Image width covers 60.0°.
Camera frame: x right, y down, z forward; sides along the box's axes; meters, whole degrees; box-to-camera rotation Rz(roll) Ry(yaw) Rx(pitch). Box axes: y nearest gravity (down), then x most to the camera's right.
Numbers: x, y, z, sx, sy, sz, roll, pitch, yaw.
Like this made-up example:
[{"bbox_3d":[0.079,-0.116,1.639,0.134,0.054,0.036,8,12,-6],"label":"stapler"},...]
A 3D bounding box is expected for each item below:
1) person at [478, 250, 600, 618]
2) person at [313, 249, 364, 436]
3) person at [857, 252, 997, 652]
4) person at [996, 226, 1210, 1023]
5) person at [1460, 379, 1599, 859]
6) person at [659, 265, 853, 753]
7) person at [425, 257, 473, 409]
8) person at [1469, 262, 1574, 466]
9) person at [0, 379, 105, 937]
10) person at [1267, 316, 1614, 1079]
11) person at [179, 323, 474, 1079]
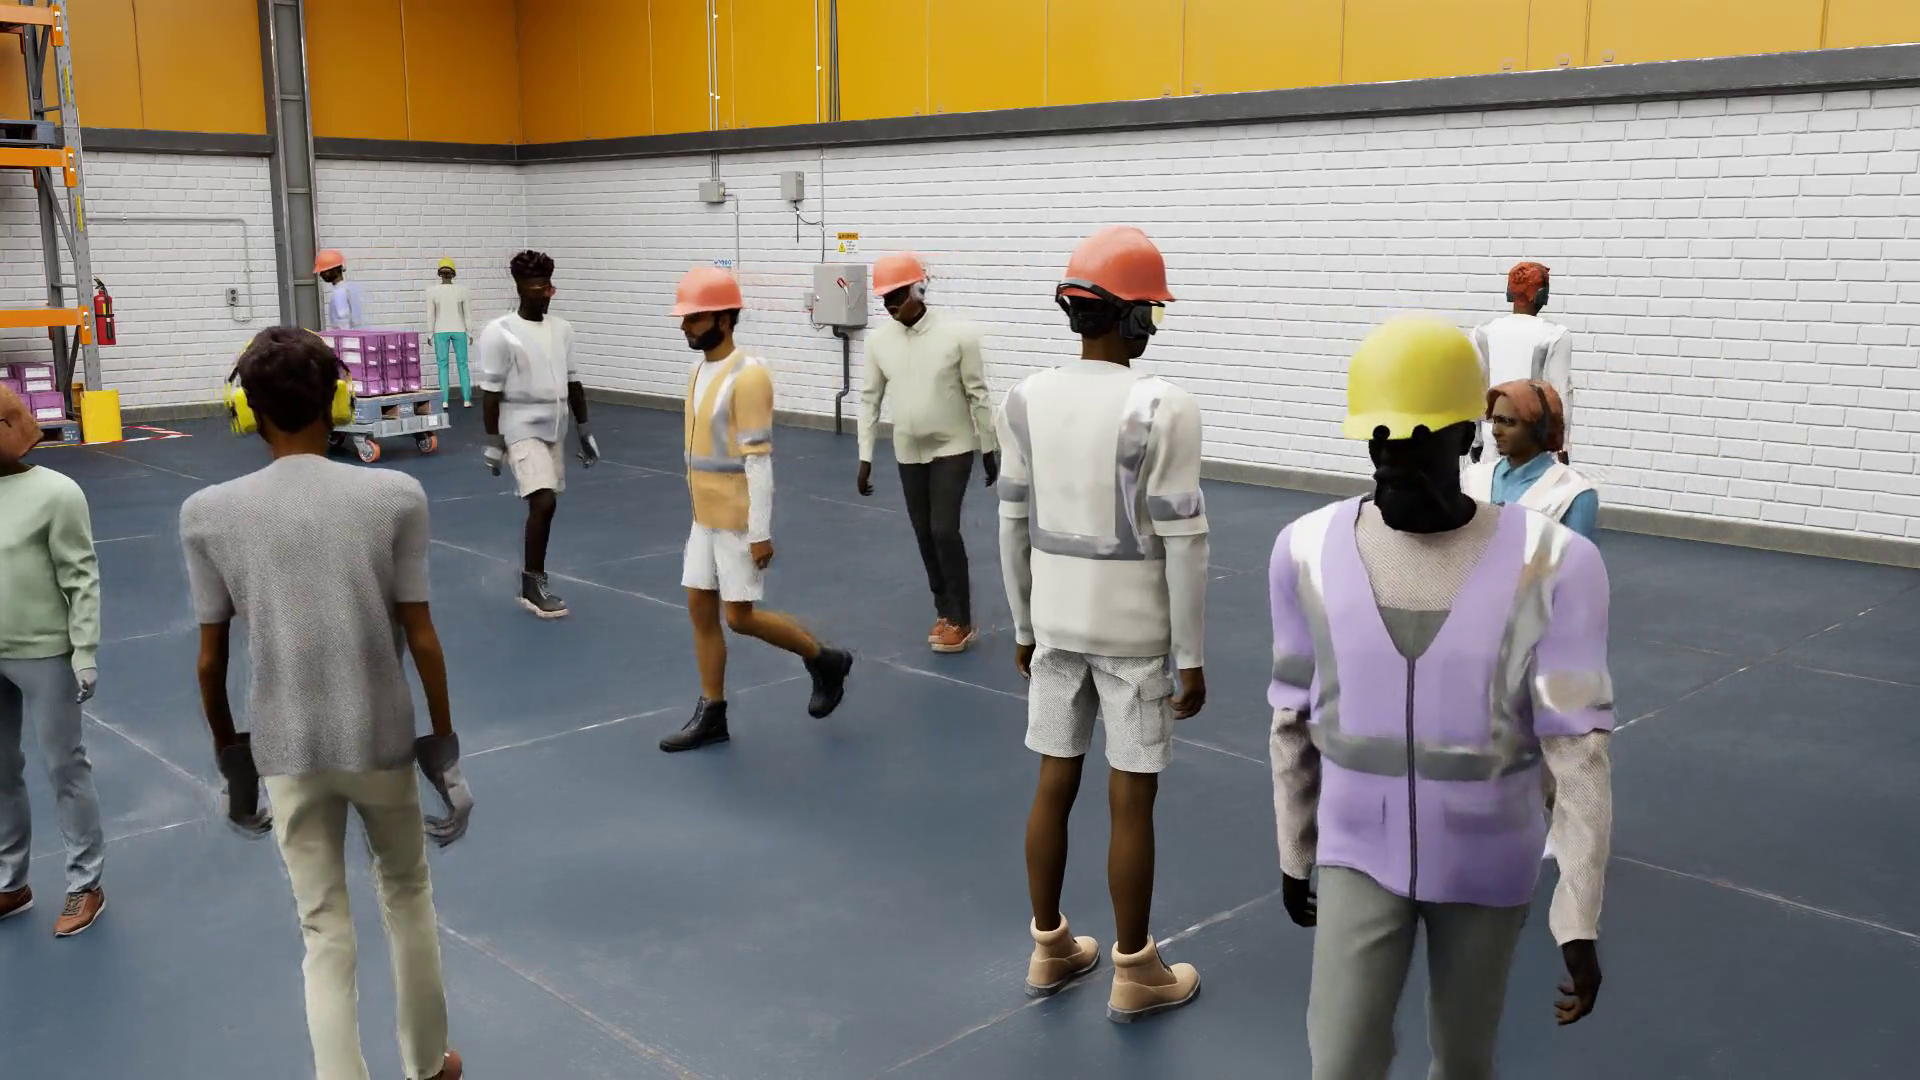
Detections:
[{"bbox_3d":[-2.192,-0.558,8.871,0.659,1.943,0.609,6,12,29],"label":"person"},{"bbox_3d":[-6.033,-1.954,16.625,0.858,1.885,0.634,-1,10,-5],"label":"person"},{"bbox_3d":[-0.162,-0.425,8.136,0.648,1.939,0.628,5,11,23],"label":"person"},{"bbox_3d":[0.381,0.225,4.312,0.607,2.044,0.378,8,13,37],"label":"person"},{"bbox_3d":[1.756,0.291,5.156,0.840,1.602,0.532,-5,12,-27],"label":"person"},{"bbox_3d":[-0.830,-0.121,6.572,0.721,1.916,0.544,-7,12,-33],"label":"person"},{"bbox_3d":[-5.960,-2.409,19.432,0.533,1.767,0.325,-4,11,-22],"label":"person"},{"bbox_3d":[2.980,-0.530,8.868,0.577,1.883,0.353,10,14,42],"label":"person"},{"bbox_3d":[-2.723,0.343,4.787,0.504,1.631,0.279,1,10,5],"label":"person"},{"bbox_3d":[0.789,0.568,2.867,0.618,1.875,0.957,5,11,24],"label":"person"},{"bbox_3d":[-1.334,0.457,3.601,0.541,1.834,0.776,-3,11,-14],"label":"person"}]
